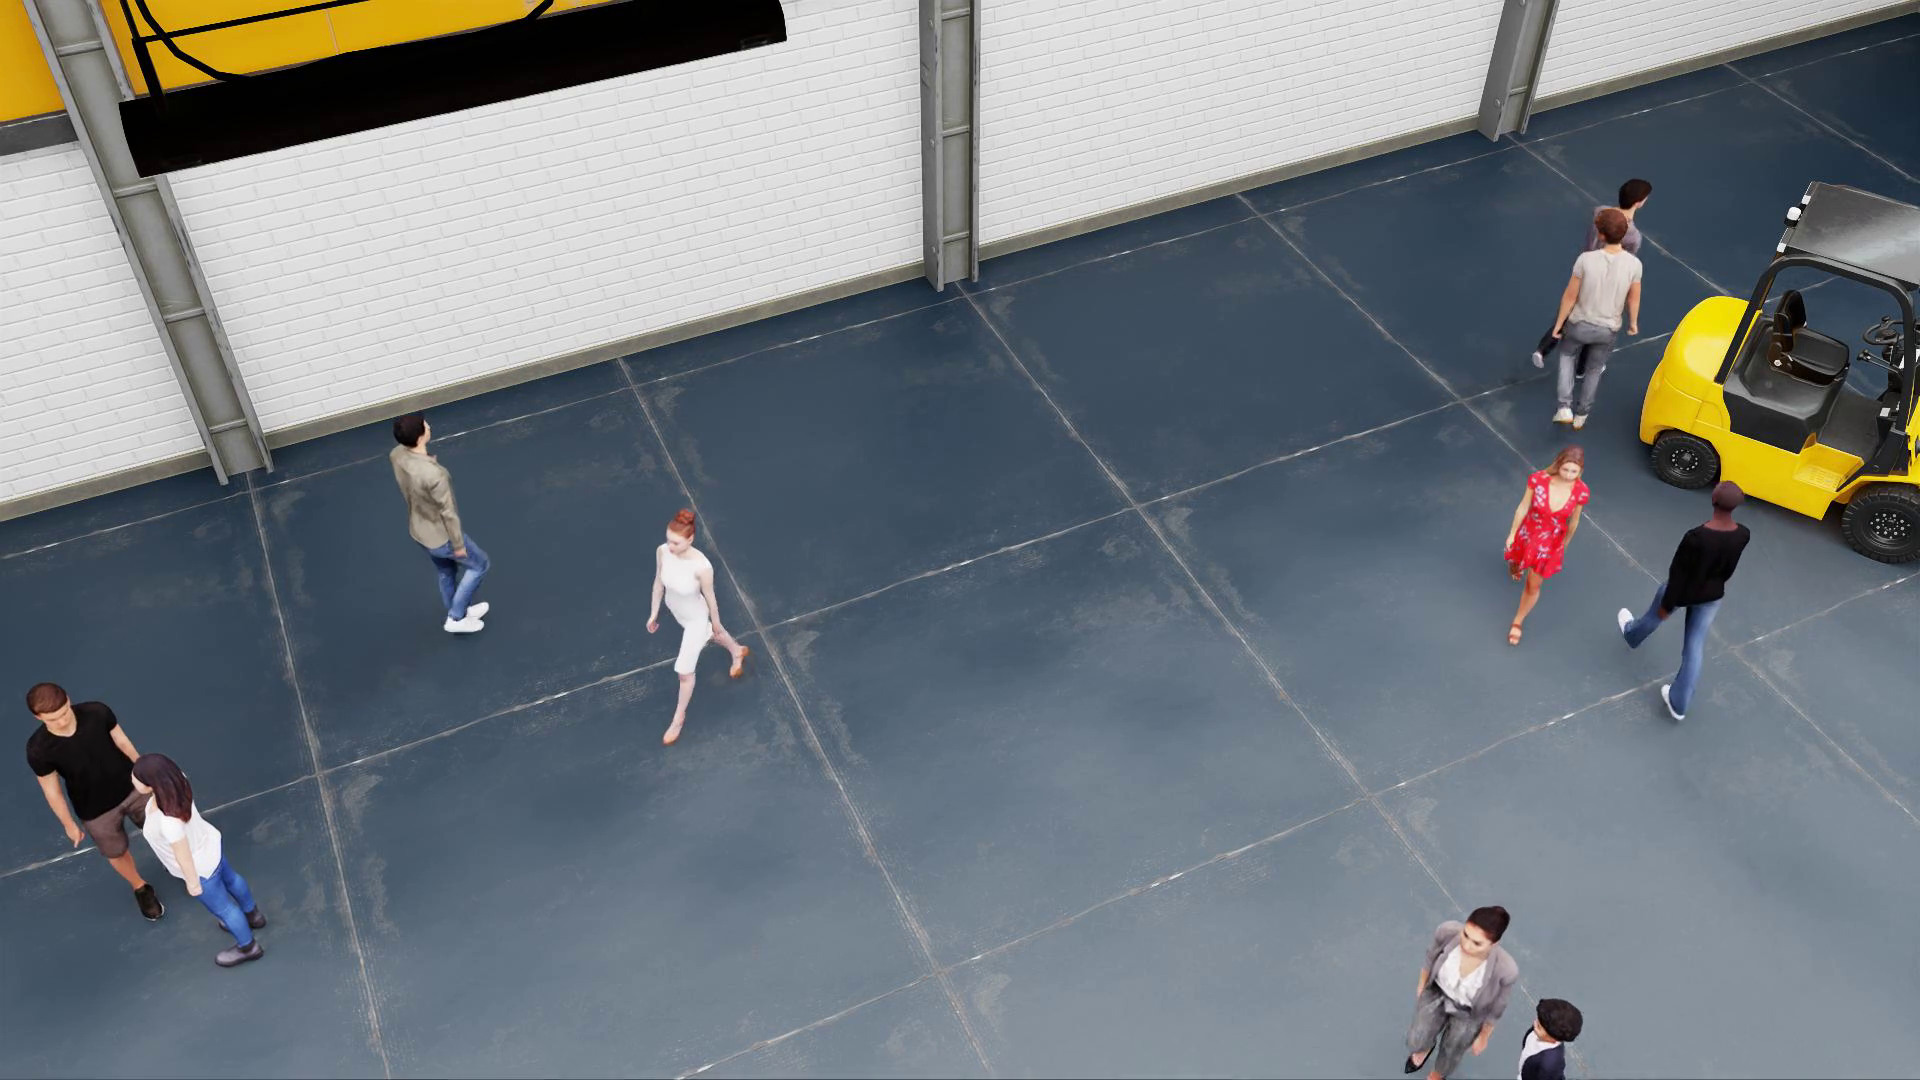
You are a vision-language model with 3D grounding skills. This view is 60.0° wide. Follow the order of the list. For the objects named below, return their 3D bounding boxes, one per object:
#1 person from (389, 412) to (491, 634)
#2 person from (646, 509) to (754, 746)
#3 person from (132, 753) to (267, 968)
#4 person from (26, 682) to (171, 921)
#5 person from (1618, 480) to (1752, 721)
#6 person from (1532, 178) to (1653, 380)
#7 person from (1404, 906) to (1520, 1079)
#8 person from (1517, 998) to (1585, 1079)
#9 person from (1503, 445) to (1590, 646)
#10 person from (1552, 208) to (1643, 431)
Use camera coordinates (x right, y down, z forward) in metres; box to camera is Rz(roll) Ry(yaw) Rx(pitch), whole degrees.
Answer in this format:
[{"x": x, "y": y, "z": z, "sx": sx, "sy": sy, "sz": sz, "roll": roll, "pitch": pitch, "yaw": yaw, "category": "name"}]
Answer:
[{"x": -3.496, "y": -0.030, "z": 10.914, "sx": 0.823, "sy": 1.856, "sz": 0.822, "roll": 30, "pitch": 51, "yaw": 28, "category": "person"}, {"x": -1.628, "y": 0.444, "z": 10.498, "sx": 0.896, "sy": 1.742, "sz": 1.178, "roll": 29, "pitch": 51, "yaw": 27, "category": "person"}, {"x": -4.174, "y": 1.755, "z": 9.166, "sx": 0.556, "sy": 1.682, "sz": 0.610, "roll": -13, "pitch": 45, "yaw": -13, "category": "person"}, {"x": -4.827, "y": 1.405, "z": 9.403, "sx": 0.848, "sy": 1.862, "sz": 0.708, "roll": 30, "pitch": 51, "yaw": 28, "category": "person"}, {"x": 4.689, "y": 0.416, "z": 10.560, "sx": 1.153, "sy": 1.699, "sz": 0.950, "roll": -3, "pitch": 44, "yaw": -3, "category": "person"}, {"x": 4.949, "y": -2.001, "z": 12.996, "sx": 0.868, "sy": 1.837, "sz": 0.680, "roll": -18, "pitch": 46, "yaw": -18, "category": "person"}, {"x": 2.598, "y": 2.350, "z": 8.552, "sx": 0.708, "sy": 1.668, "sz": 0.719, "roll": 31, "pitch": 52, "yaw": 28, "category": "person"}, {"x": 3.011, "y": 2.745, "z": 8.468, "sx": 0.771, "sy": 1.212, "sz": 0.710, "roll": 12, "pitch": 45, "yaw": 12, "category": "person"}, {"x": 3.898, "y": -0.063, "z": 11.154, "sx": 0.910, "sy": 1.573, "sz": 1.000, "roll": 16, "pitch": 46, "yaw": 17, "category": "person"}, {"x": 4.756, "y": -1.573, "z": 12.523, "sx": 0.915, "sy": 1.871, "sz": 0.989, "roll": 14, "pitch": 45, "yaw": 14, "category": "person"}]
